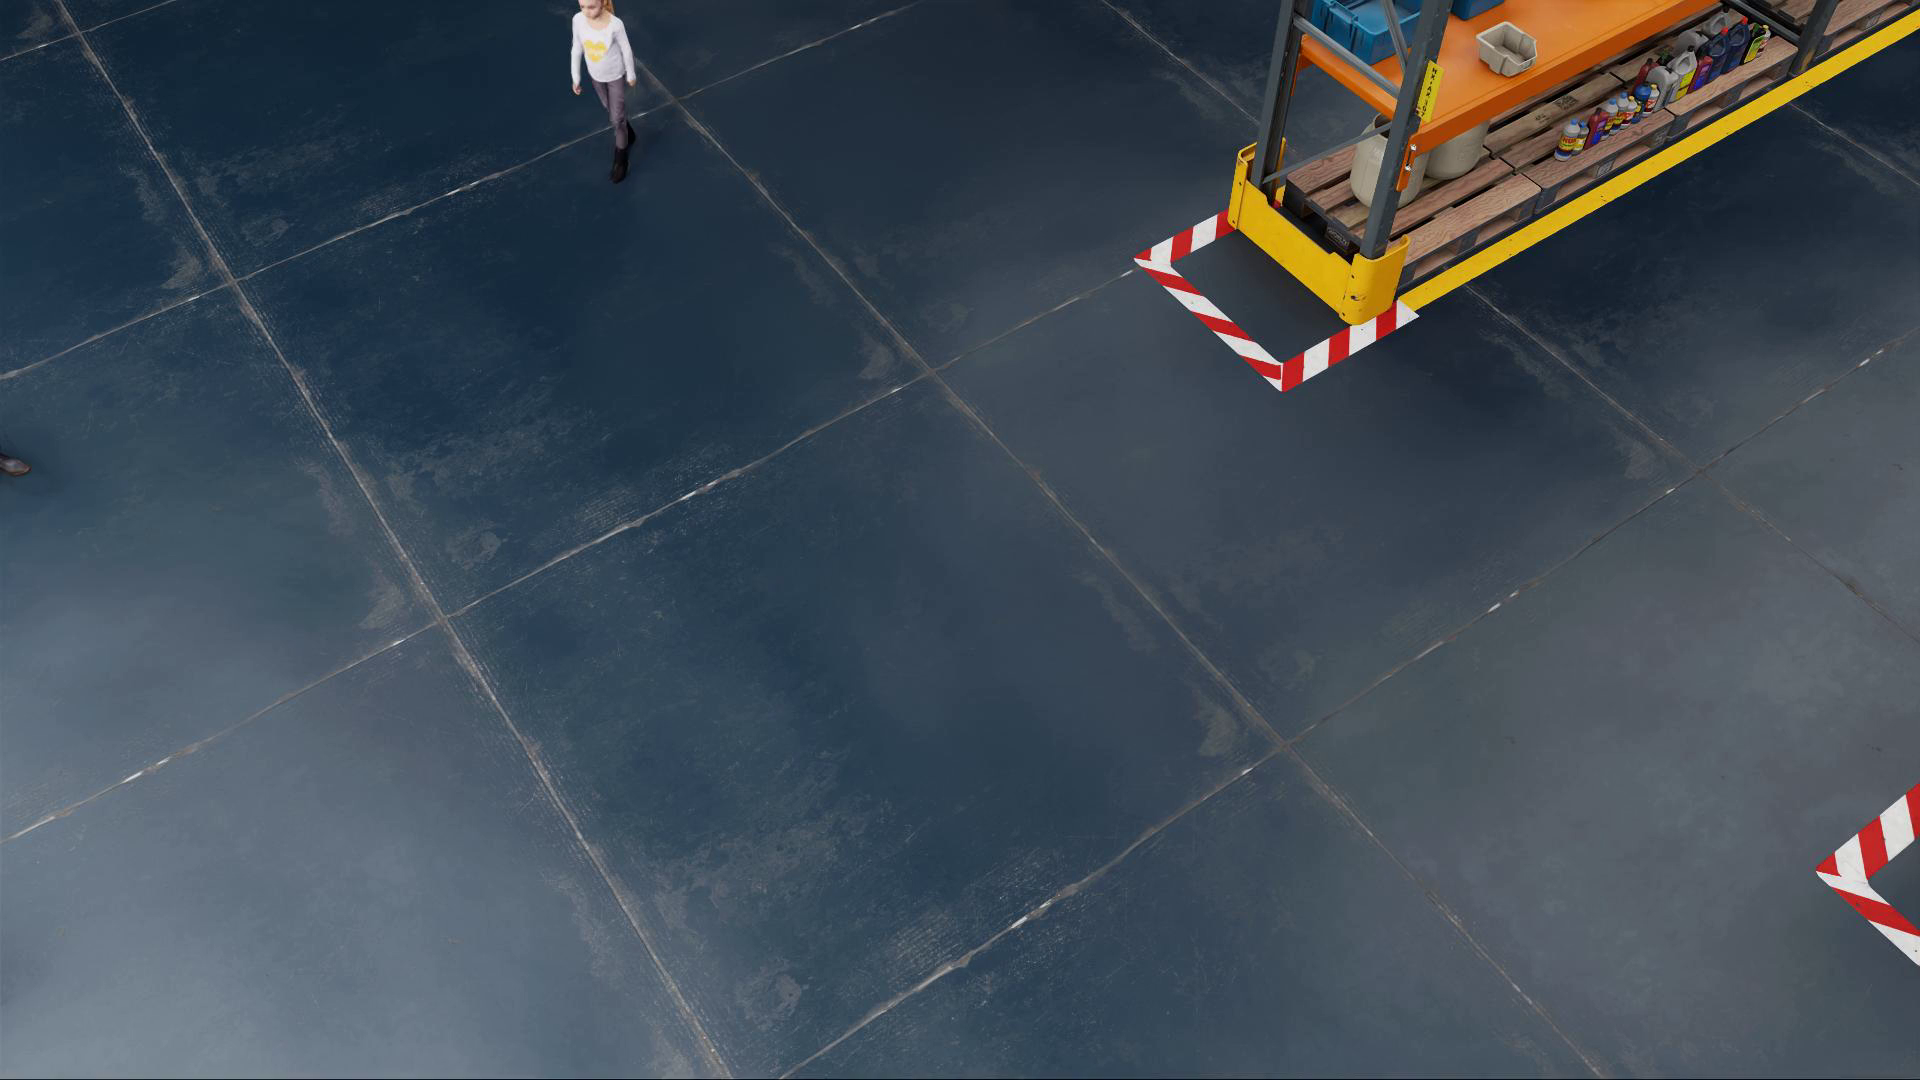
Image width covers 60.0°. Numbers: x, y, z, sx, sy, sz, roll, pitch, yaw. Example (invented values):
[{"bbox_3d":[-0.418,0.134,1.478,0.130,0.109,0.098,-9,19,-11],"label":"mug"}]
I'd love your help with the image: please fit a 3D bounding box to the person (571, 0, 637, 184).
[{"bbox_3d":[-2.134,-2.891,10.168,0.715,1.263,0.803,14,54,11],"label":"person"}]
